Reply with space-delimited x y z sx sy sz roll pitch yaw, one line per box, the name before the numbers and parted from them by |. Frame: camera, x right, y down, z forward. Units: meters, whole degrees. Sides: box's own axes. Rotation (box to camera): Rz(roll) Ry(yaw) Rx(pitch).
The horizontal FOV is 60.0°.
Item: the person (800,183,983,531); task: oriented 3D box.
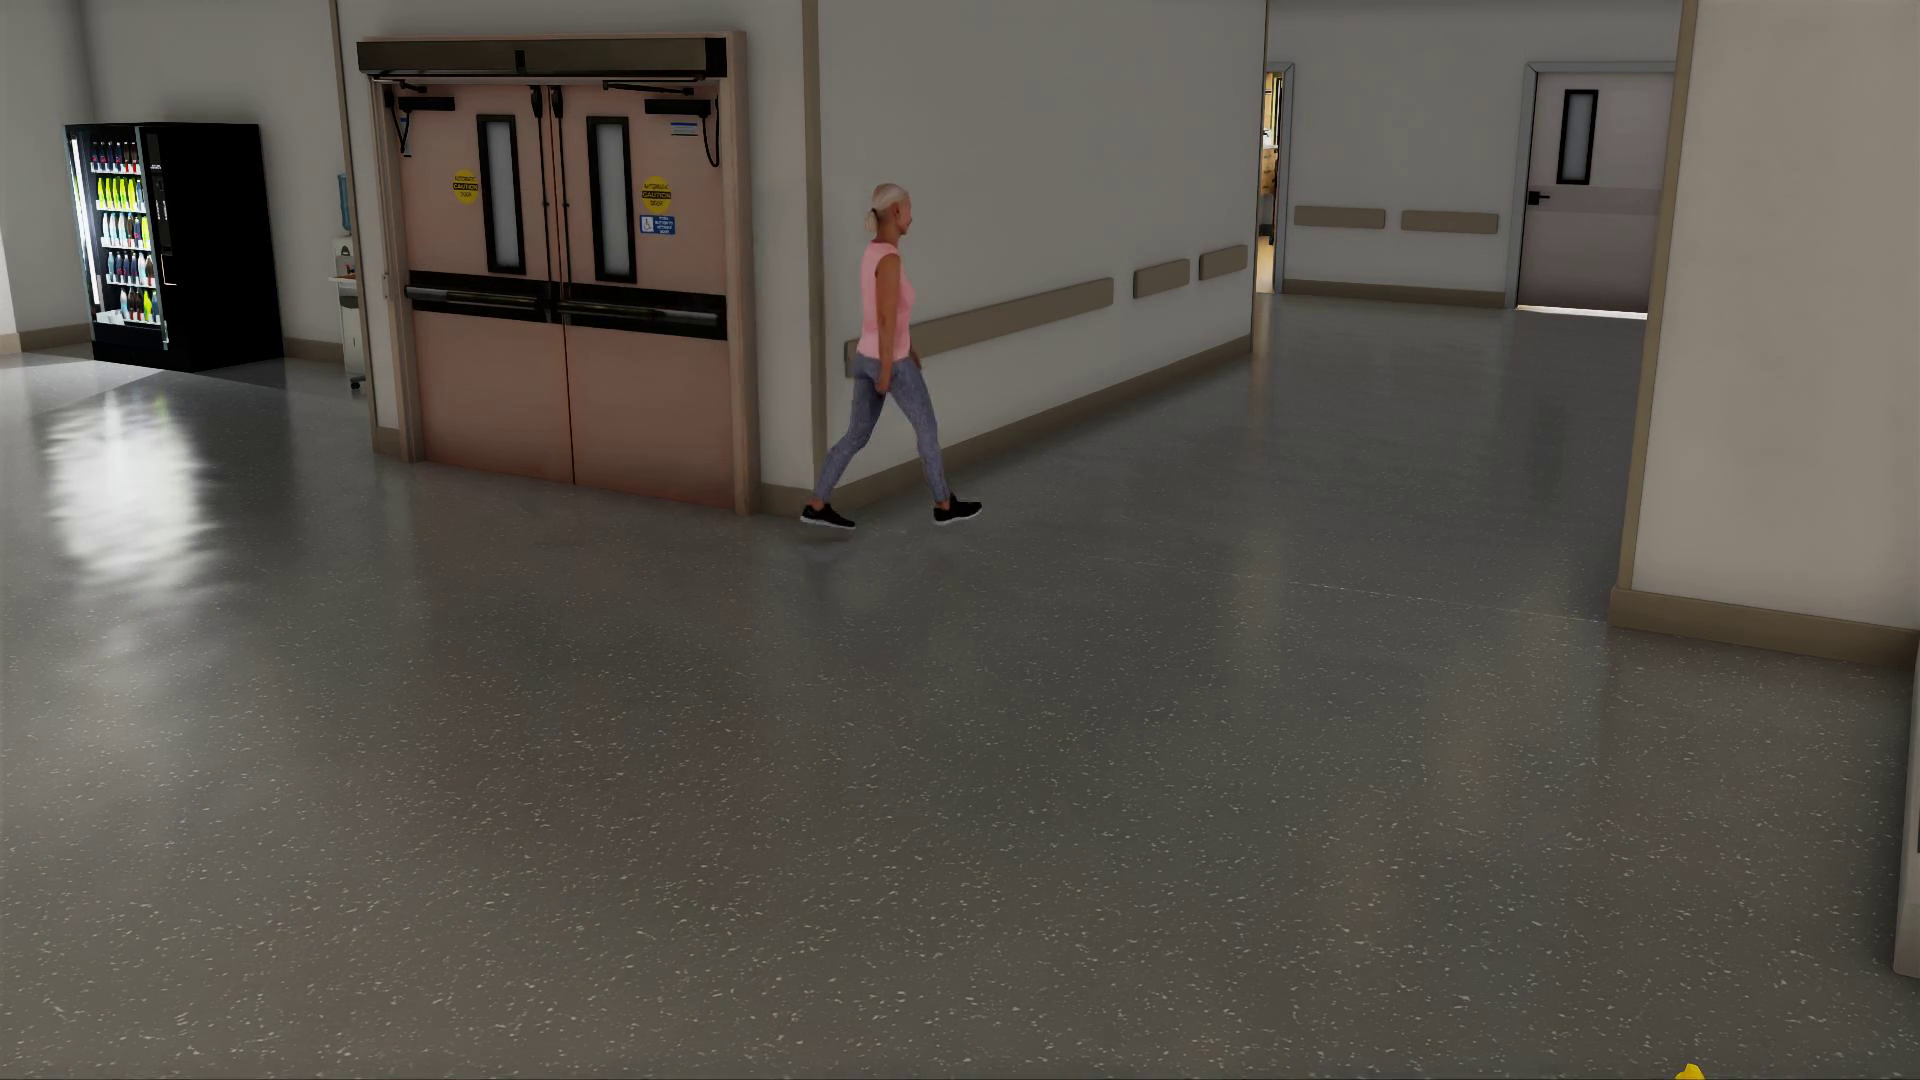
person | -0.457 -0.827 8.048 1.045 1.674 1.116 -6 17 -21
